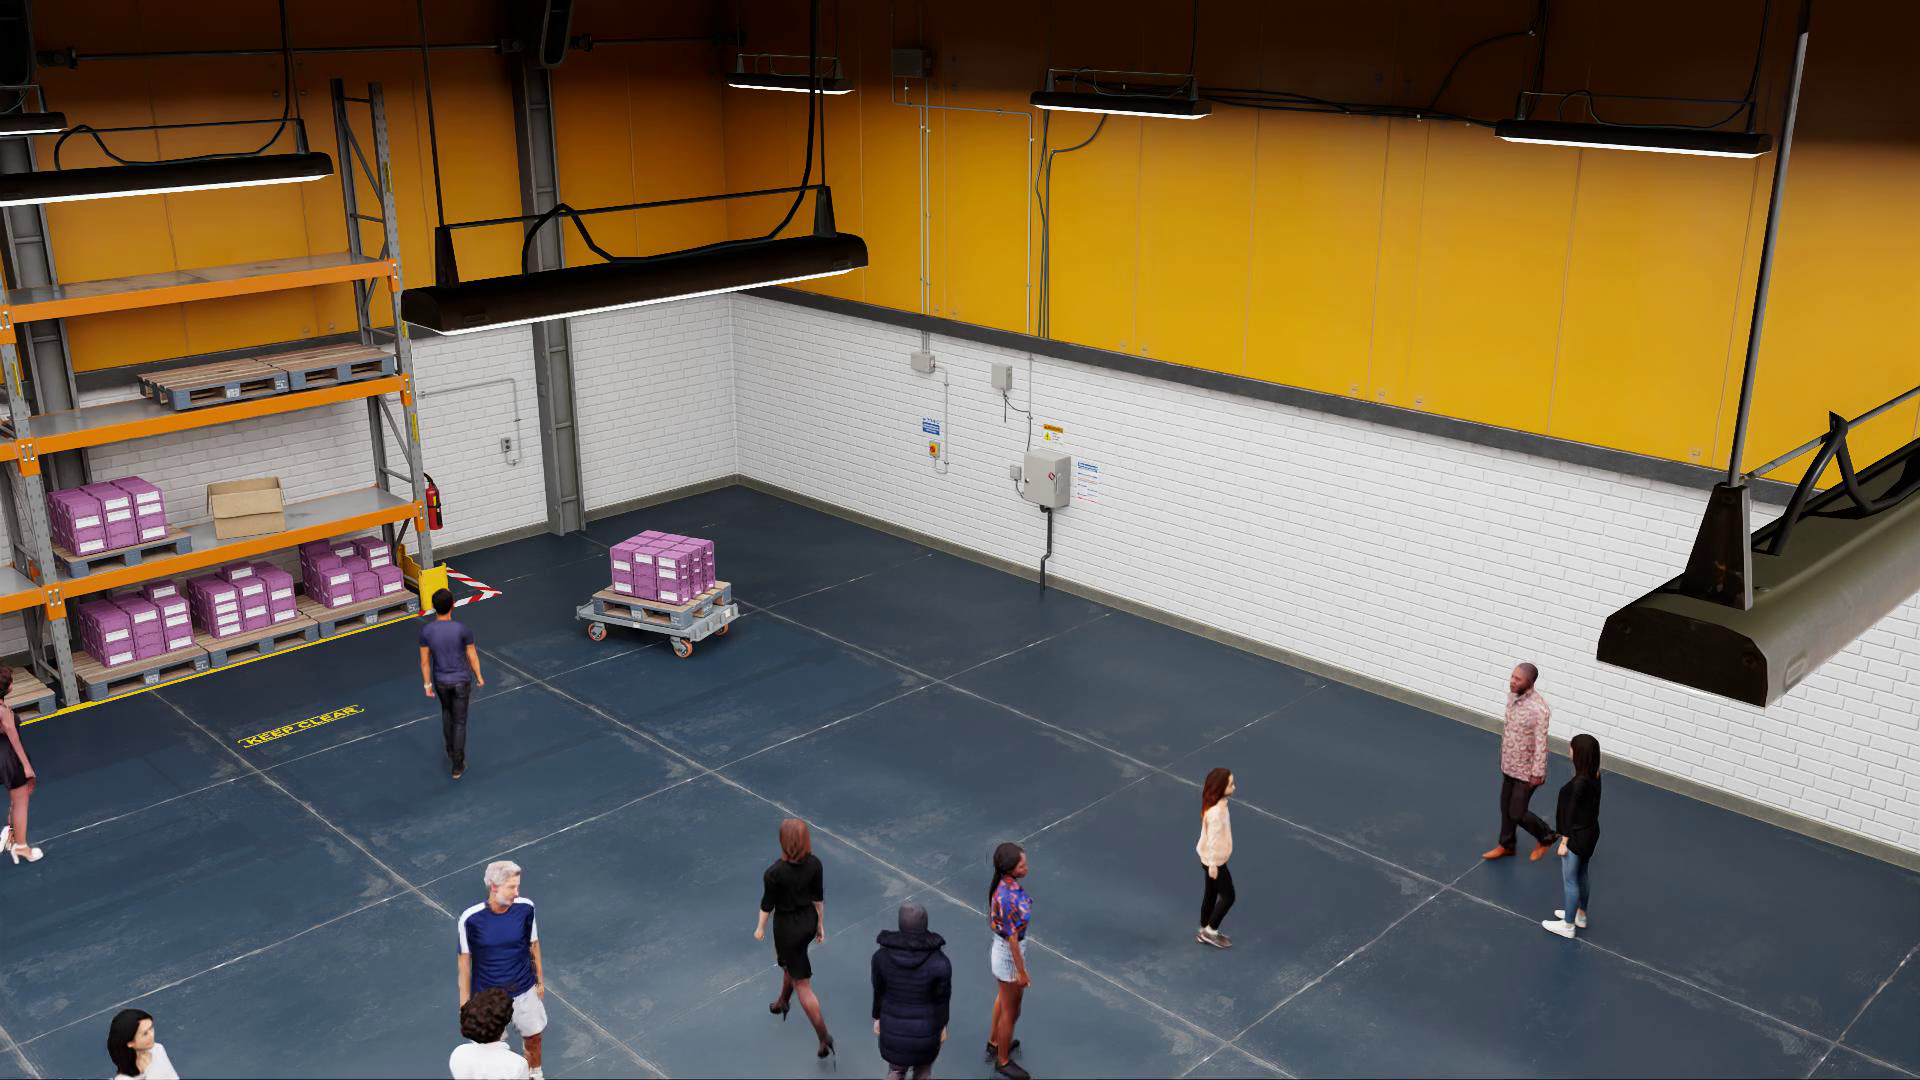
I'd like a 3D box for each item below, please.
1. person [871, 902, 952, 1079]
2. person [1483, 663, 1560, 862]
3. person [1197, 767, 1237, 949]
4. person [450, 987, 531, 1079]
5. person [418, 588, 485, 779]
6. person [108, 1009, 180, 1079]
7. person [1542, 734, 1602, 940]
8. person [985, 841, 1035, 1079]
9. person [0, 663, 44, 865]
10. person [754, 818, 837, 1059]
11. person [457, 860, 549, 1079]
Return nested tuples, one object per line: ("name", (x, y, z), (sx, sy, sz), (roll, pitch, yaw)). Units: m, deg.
("person", (-0.321, 3.053, 10.359), (0.917, 1.662, 1.016), (4, 19, 11))
("person", (4.722, 1.846, 13.742), (0.975, 1.791, 0.905), (-4, 19, -12))
("person", (1.877, 2.400, 12.592), (0.731, 1.476, 0.641), (4, 19, 11))
("person", (-2.603, 3.332, 9.306), (0.706, 1.807, 0.730), (3, 19, 10))
("person", (-4.683, 1.342, 15.266), (0.875, 1.774, 0.934), (0, 19, 0))
("person", (-4.616, 3.388, 9.364), (1.144, 1.663, 1.076), (0, 19, 0))
("person", (4.753, 2.256, 12.753), (0.624, 1.645, 0.484), (14, 23, 36))
("person", (0.306, 2.776, 11.059), (0.783, 1.741, 0.710), (-2, 19, -7))
("person", (-7.901, 1.878, 13.673), (0.583, 1.775, 0.627), (16, 24, 39))
("person", (-1.072, 2.733, 11.308), (1.035, 1.663, 0.715), (-15, 24, -38))
("person", (-2.947, 2.875, 10.640), (0.659, 1.821, 0.863), (-2, 19, -7))
